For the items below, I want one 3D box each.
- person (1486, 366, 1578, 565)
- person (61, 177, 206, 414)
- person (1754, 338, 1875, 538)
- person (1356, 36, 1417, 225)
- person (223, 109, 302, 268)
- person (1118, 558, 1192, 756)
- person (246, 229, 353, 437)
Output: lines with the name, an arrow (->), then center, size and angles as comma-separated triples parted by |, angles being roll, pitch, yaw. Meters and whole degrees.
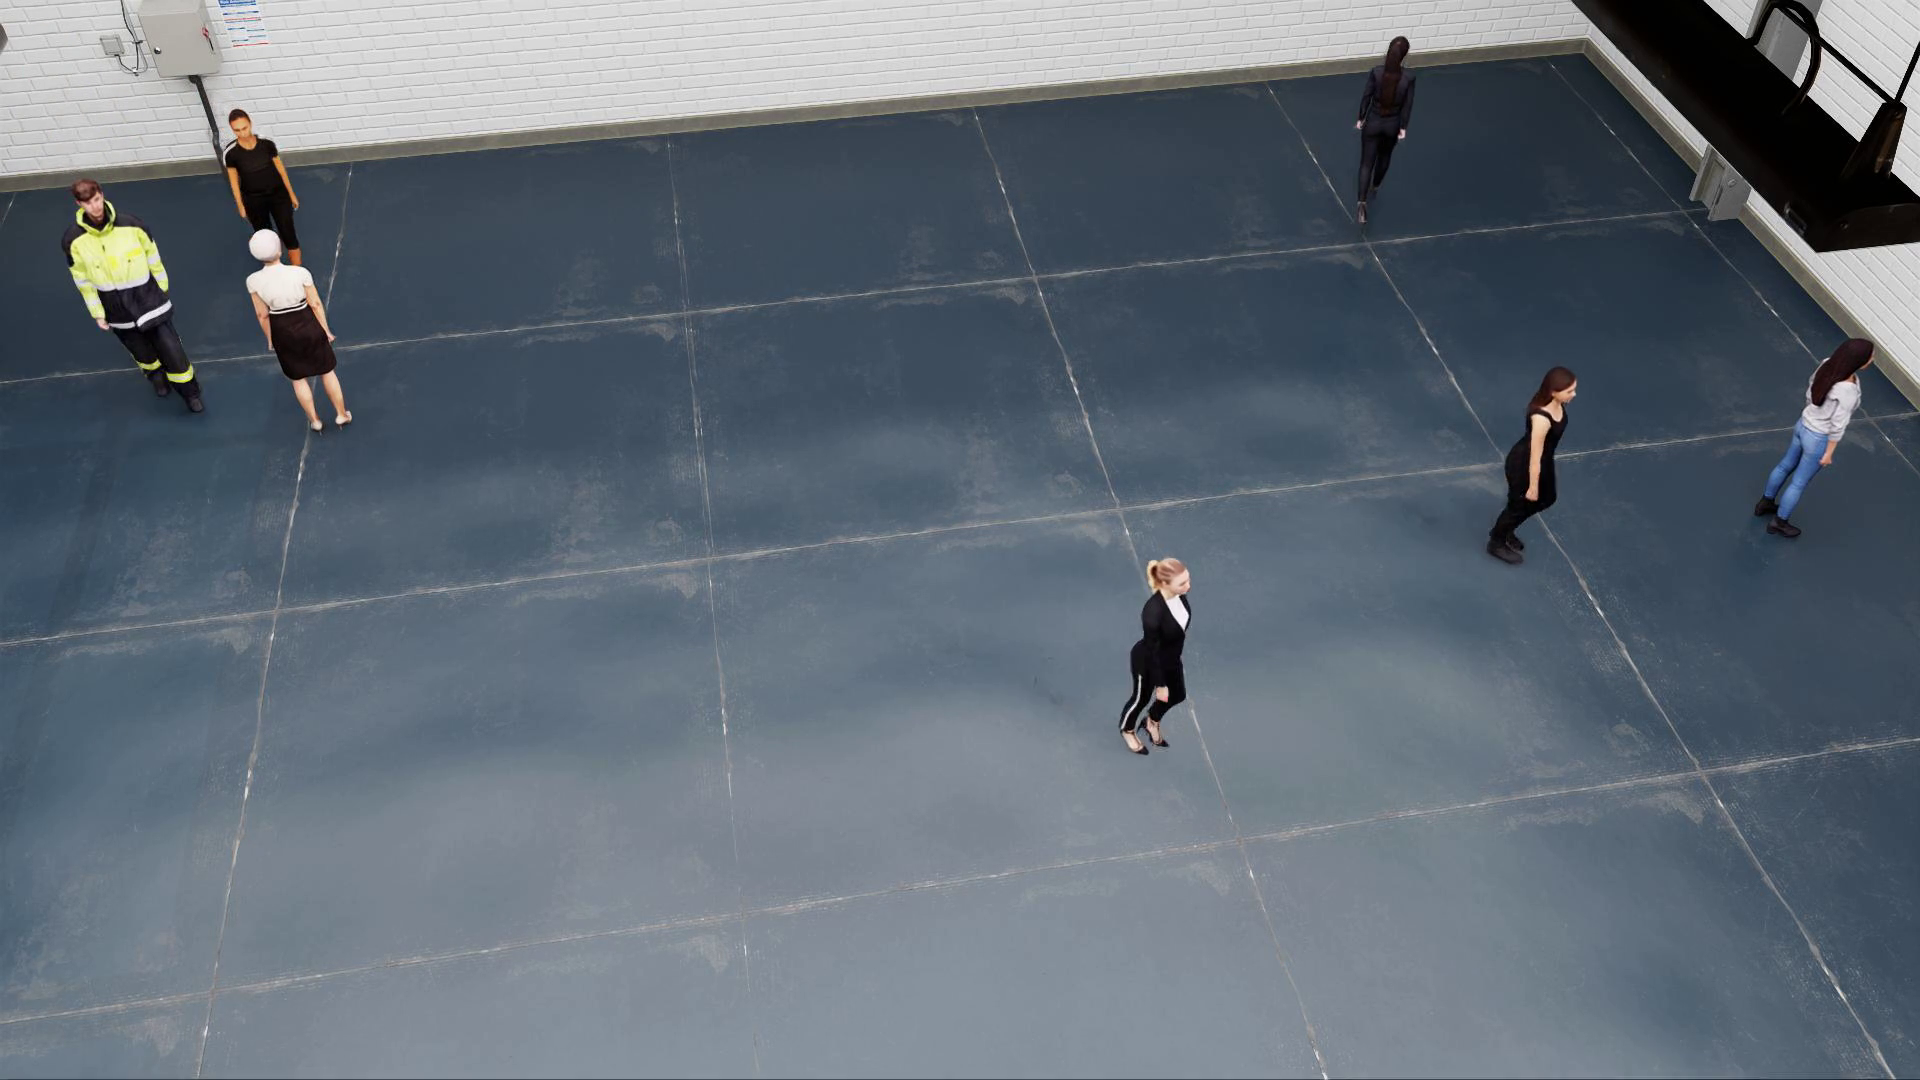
person -> 3.792, -0.519, 11.264 | 0.787, 1.678, 0.720 | 22, 48, 21
person -> -6.273, -1.894, 12.507 | 0.940, 1.955, 1.078 | -19, 47, -19
person -> 5.919, -0.730, 11.519 | 0.691, 1.631, 0.499 | -1, 44, -2
person -> 3.648, -3.524, 14.413 | 0.887, 1.684, 1.129 | 11, 45, 11
person -> -5.760, -2.853, 13.736 | 0.792, 1.647, 0.942 | -25, 49, -24
person -> 1.094, 0.693, 9.983 | 0.788, 1.689, 0.730 | 27, 50, 26
person -> -4.871, -1.501, 12.240 | 0.642, 1.754, 0.547 | -12, 45, -12
